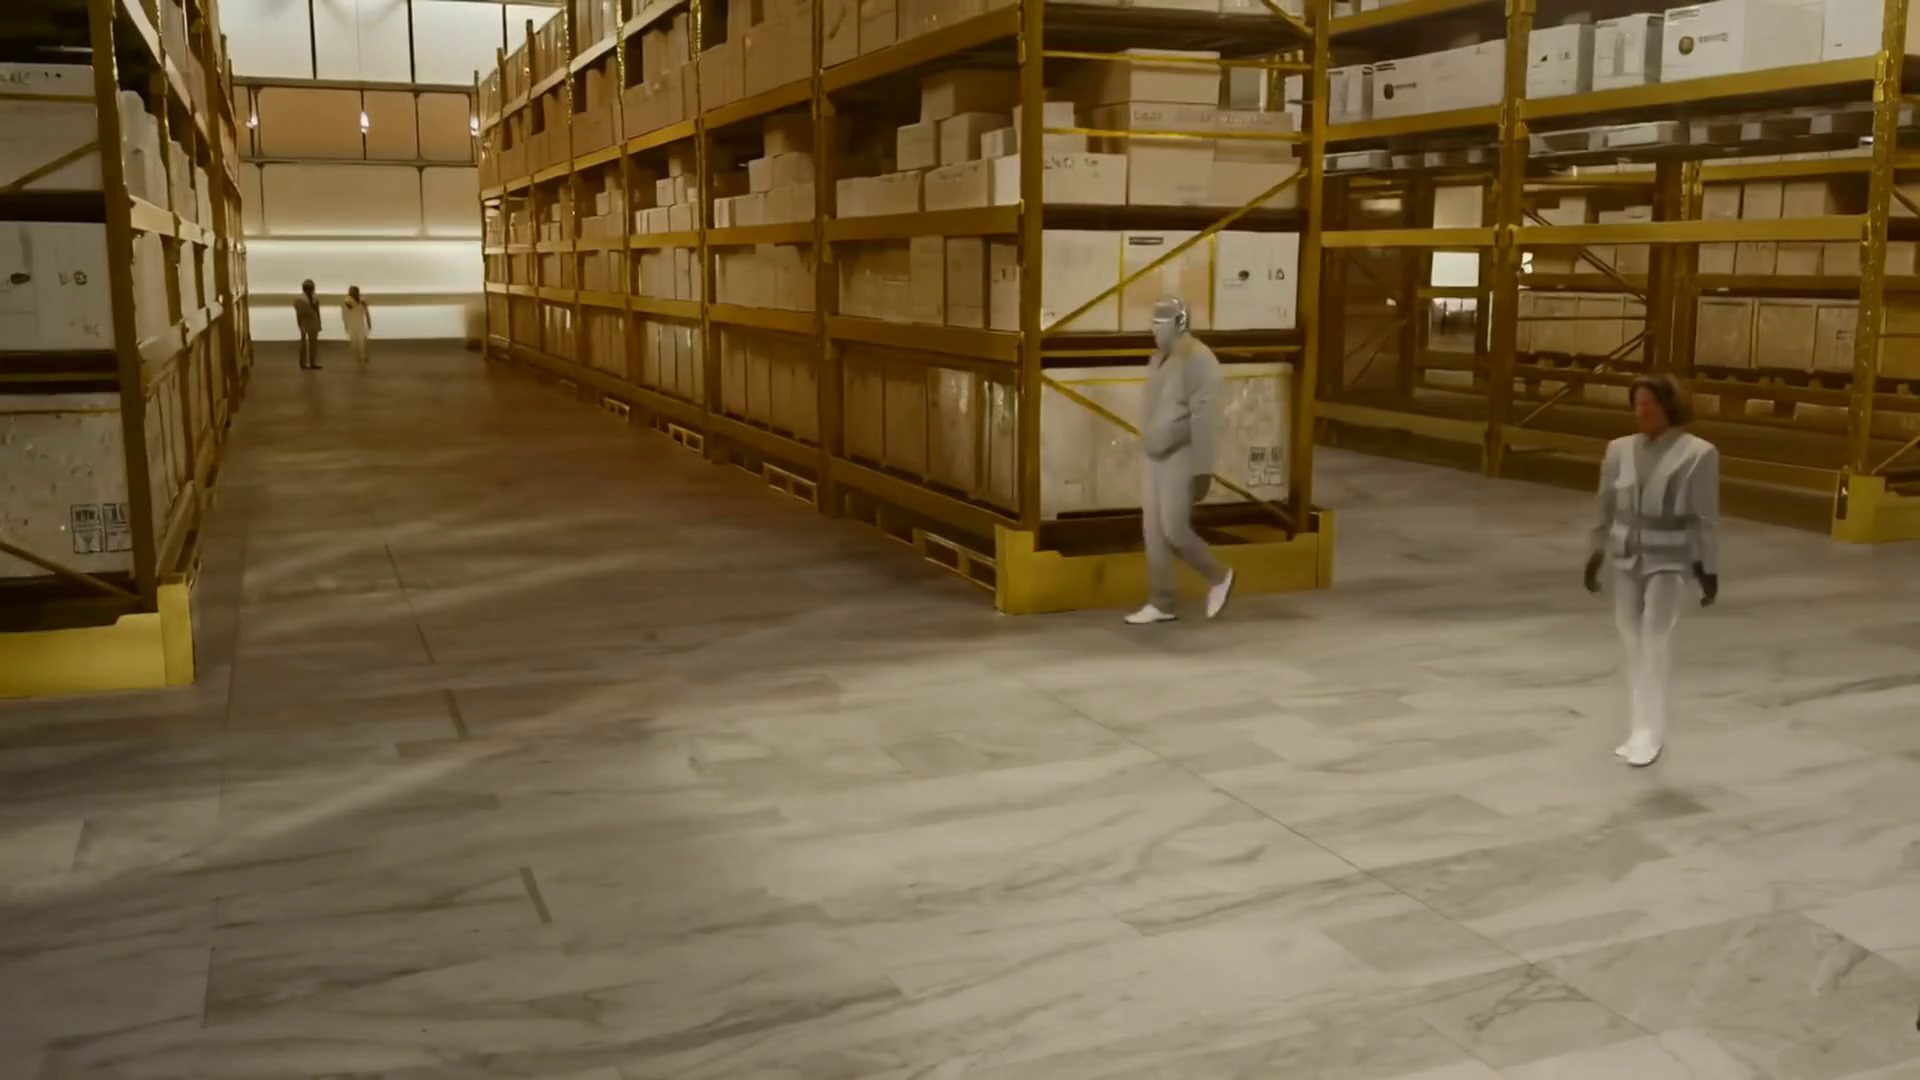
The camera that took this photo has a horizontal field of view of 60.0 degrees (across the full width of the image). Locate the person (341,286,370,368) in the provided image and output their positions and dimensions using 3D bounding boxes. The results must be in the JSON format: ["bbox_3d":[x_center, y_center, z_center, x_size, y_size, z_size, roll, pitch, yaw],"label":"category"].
[{"bbox_3d":[-11.916,-4.203,32.817,0.519,1.617,0.456,-5,11,-28],"label":"person"}]

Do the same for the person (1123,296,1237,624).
[{"bbox_3d":[1.253,-0.442,9.472,0.544,1.886,0.659,-4,10,-24],"label":"person"}]

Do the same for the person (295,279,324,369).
[{"bbox_3d":[-12.655,-4.192,32.383,0.360,1.742,0.563,4,10,23],"label":"person"}]

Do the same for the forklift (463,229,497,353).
[{"bbox_3d":[-10.393,-5.709,38.056,1.873,2.768,1.129,-4,10,-22],"label":"forklift"}]

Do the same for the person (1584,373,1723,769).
[{"bbox_3d":[2.802,0.131,6.832,0.540,1.619,0.551,-6,11,-32],"label":"person"}]
